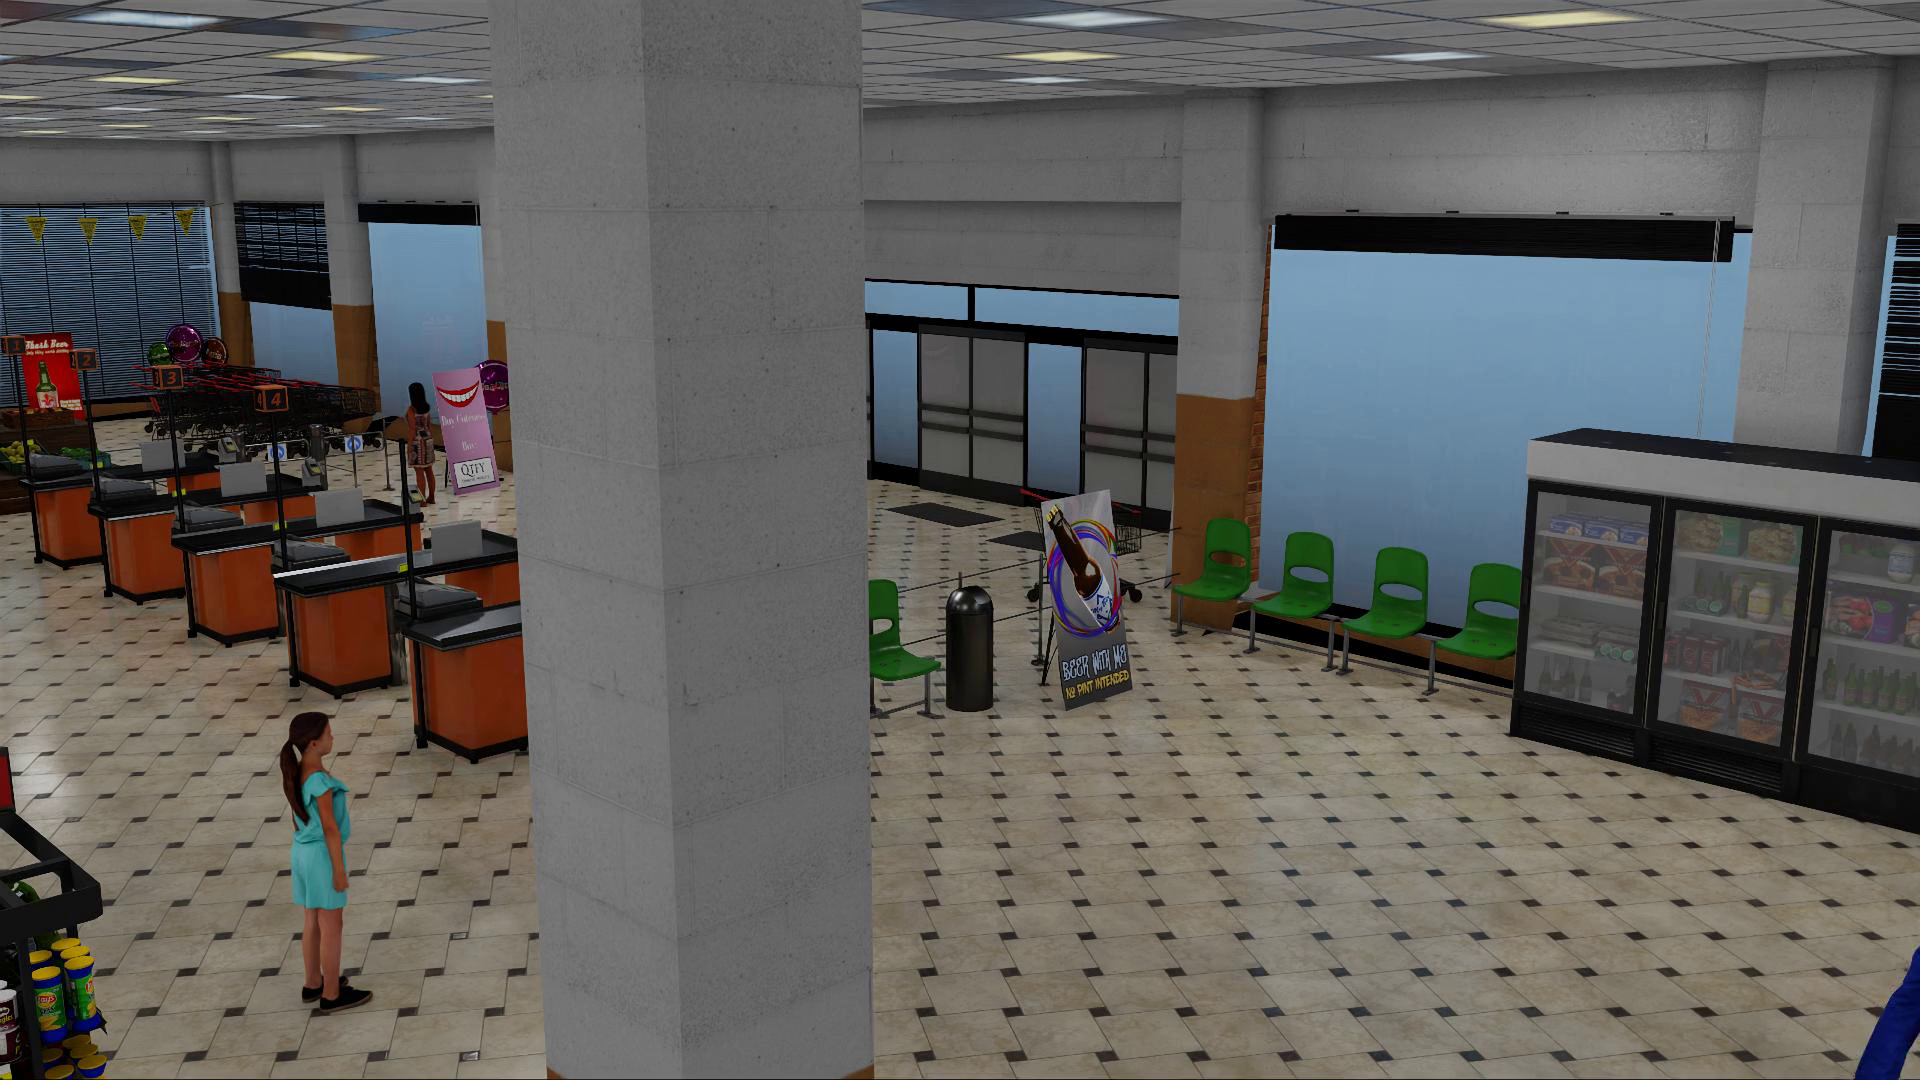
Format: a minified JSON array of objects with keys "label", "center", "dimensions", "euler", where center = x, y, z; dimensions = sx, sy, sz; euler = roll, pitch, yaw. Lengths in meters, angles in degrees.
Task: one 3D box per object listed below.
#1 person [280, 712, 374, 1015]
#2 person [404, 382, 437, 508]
[{"label":"person","center":[-3.263,1.621,8.473],"dimensions":[0.544,1.558,0.515],"euler":[11,16,42]},{"label":"person","center":[-7.134,-1.271,21.995],"dimensions":[0.783,1.645,0.636],"euler":[4,12,18]}]
